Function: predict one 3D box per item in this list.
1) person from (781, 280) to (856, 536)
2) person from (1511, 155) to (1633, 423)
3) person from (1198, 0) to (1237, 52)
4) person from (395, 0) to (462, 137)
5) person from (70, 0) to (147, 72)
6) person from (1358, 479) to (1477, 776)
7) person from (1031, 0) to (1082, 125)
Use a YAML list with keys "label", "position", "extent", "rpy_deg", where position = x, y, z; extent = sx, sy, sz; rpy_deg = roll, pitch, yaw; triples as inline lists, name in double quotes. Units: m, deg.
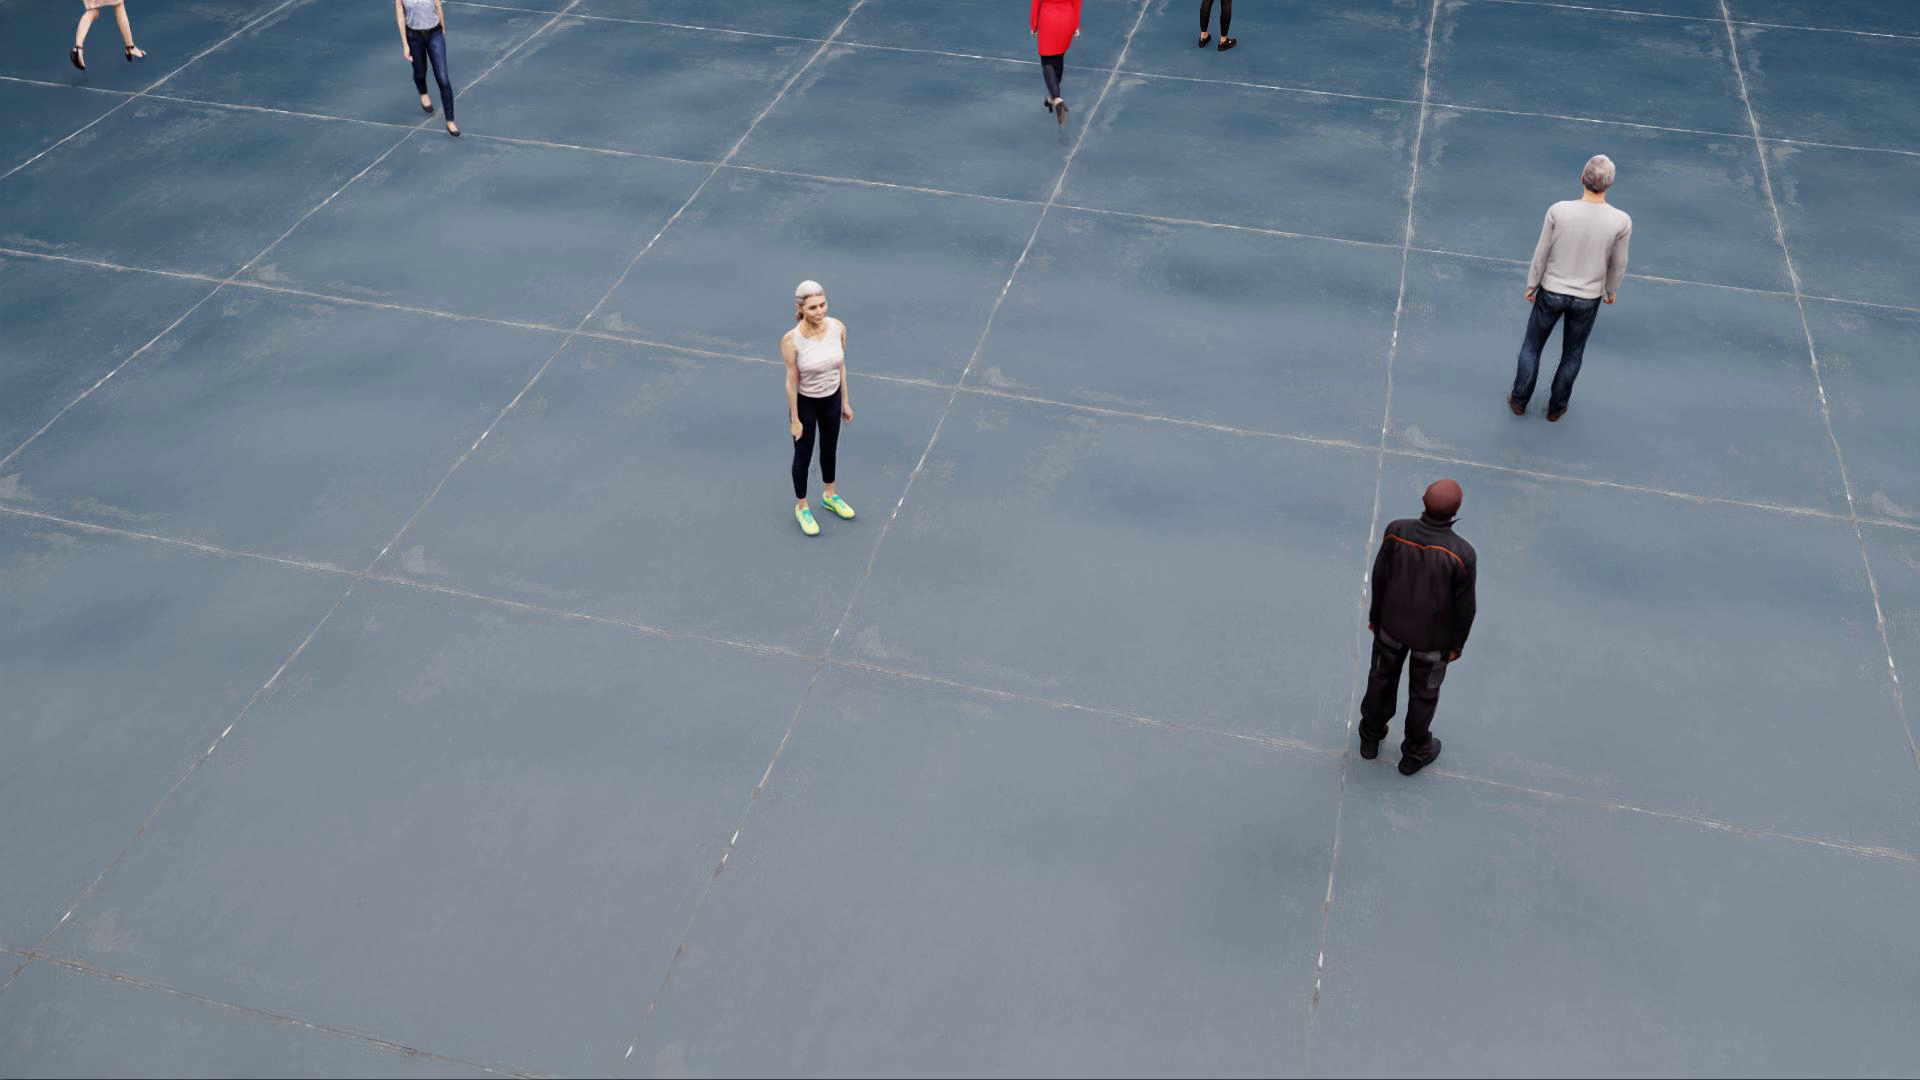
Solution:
- label: "person"
  position: [-0.890, -0.838, 10.246]
  extent: [0.651, 1.702, 0.739]
  rpy_deg: [-26, 45, -29]
- label: "person"
  position: [4.079, -1.637, 11.102]
  extent: [0.771, 1.906, 0.667]
  rpy_deg: [13, 40, 16]
- label: "person"
  position: [2.598, -5.742, 16.507]
  extent: [0.657, 1.712, 0.604]
  rpy_deg: [19, 42, 23]
- label: "person"
  position: [-4.867, -4.556, 15.011]
  extent: [1.023, 1.686, 1.159]
  rpy_deg: [-14, 40, -18]
- label: "person"
  position: [-8.405, -5.379, 15.969]
  extent: [0.639, 1.803, 1.063]
  rpy_deg: [13, 40, 16]
- label: "person"
  position: [2.332, 0.440, 8.512]
  extent: [0.772, 1.826, 0.726]
  rpy_deg: [24, 44, 27]
- label: "person"
  position: [0.886, -4.577, 15.007]
  extent: [0.916, 1.725, 1.112]
  rpy_deg: [-8, 39, -10]
